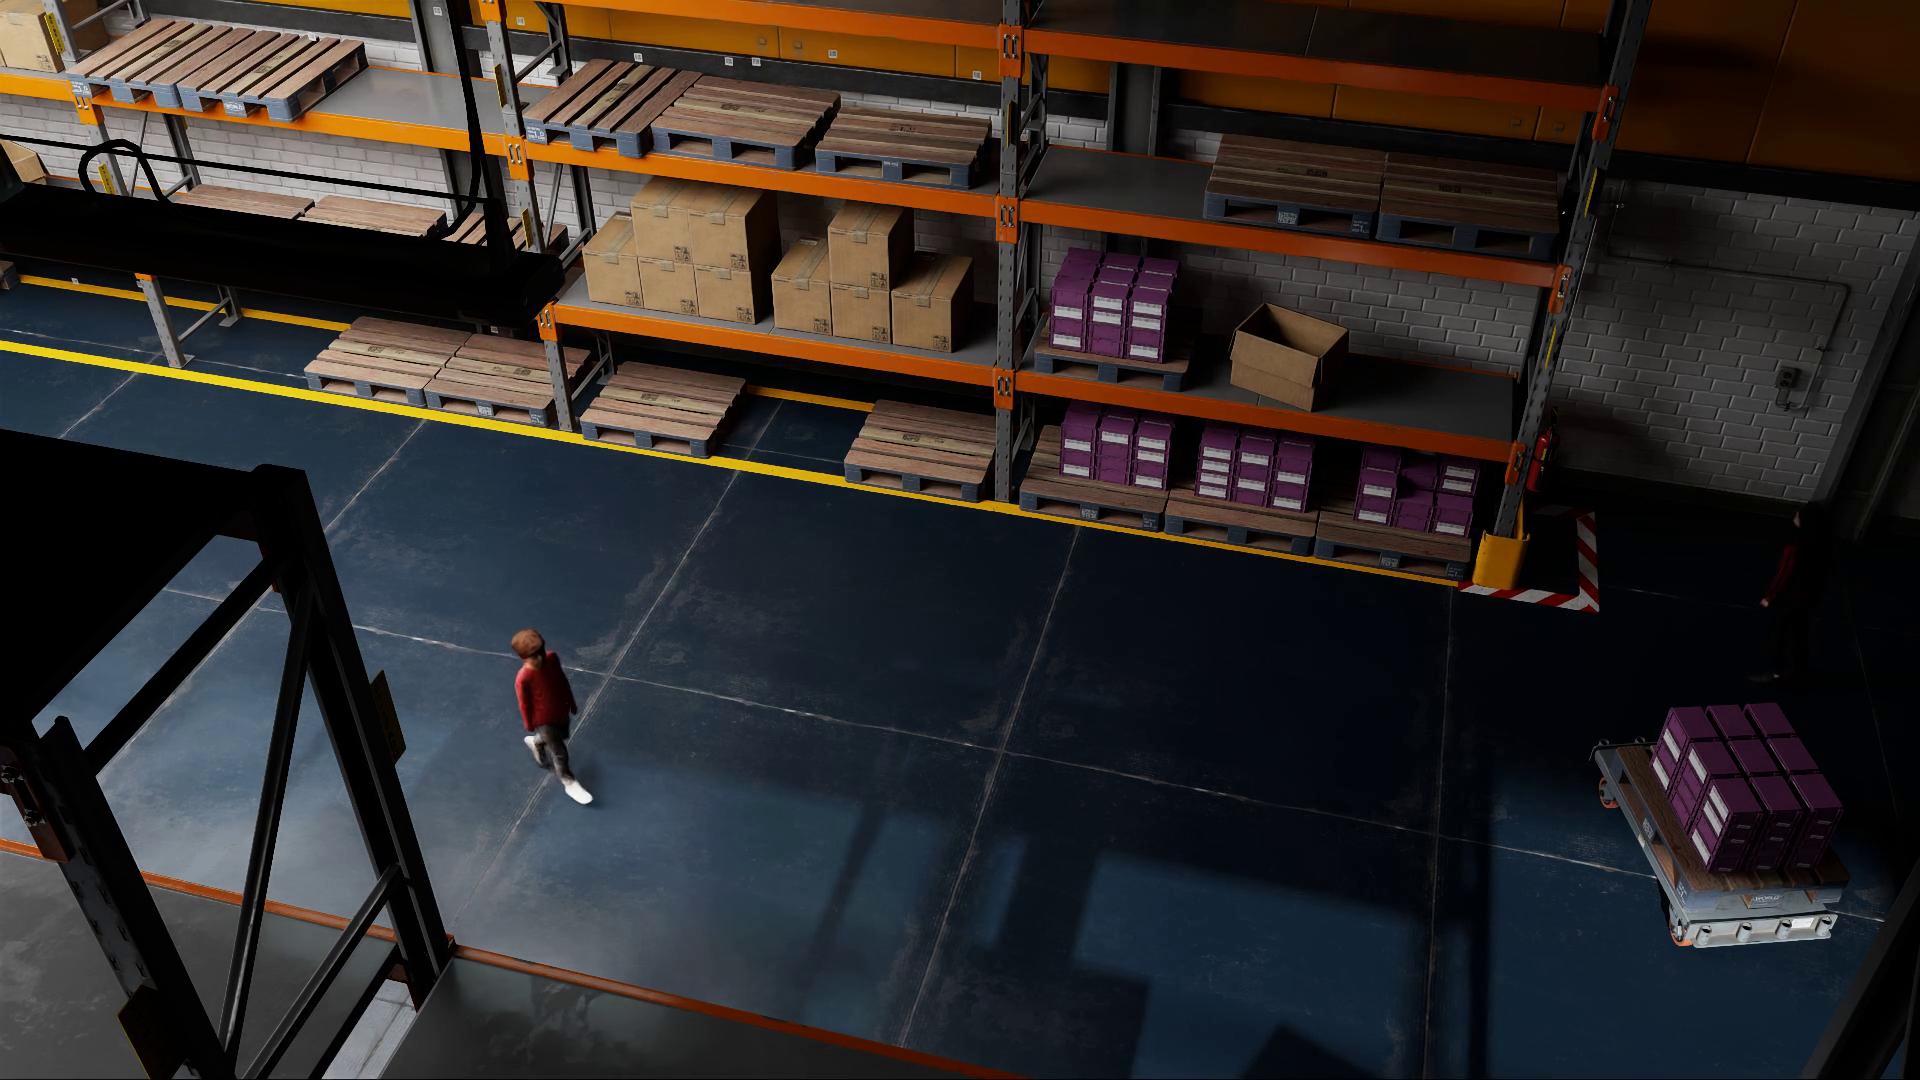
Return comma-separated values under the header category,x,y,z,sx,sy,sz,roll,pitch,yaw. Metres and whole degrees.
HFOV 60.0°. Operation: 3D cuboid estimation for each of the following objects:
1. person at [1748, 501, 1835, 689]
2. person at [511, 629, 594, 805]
category,x,y,z,sx,sy,sz,roll,pitch,yaw
person,5.993,0.418,11.776,0.806,1.625,0.888,-9,40,-12
person,-2.778,1.116,11.086,0.949,1.394,0.679,21,43,24
